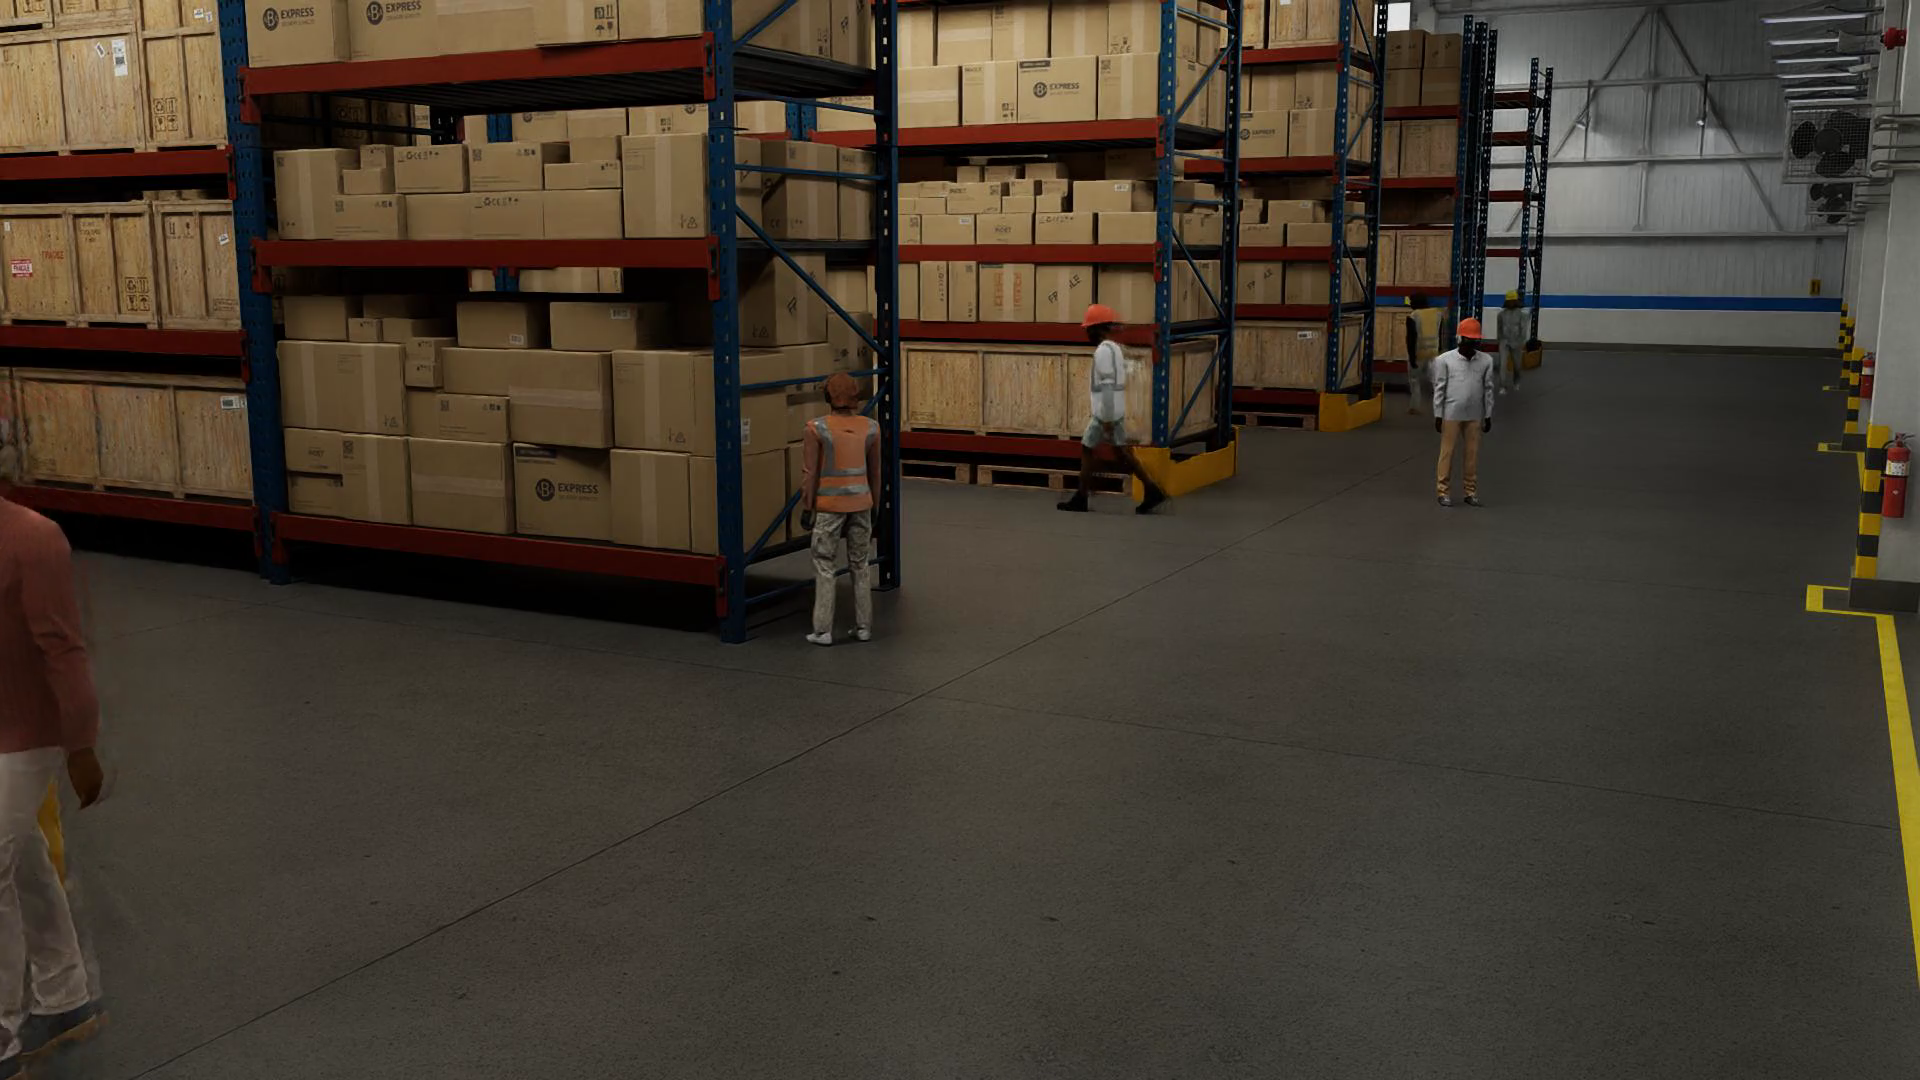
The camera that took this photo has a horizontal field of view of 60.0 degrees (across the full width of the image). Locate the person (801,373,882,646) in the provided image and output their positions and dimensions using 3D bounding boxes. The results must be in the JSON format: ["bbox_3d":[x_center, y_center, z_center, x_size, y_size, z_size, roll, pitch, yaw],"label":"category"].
[{"bbox_3d":[-0.696,-0.180,9.911,0.525,1.632,0.312,-6,11,-30],"label":"person"}]

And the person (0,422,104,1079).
[{"bbox_3d":[-2.776,0.571,4.567,0.665,1.967,0.784,5,11,26],"label":"person"}]

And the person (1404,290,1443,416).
[{"bbox_3d":[6.608,-2.636,23.614,0.665,1.811,0.814,-3,10,-18],"label":"person"}]

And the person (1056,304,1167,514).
[{"bbox_3d":[1.385,-1.161,14.859,0.963,1.894,0.545,4,10,20],"label":"person"}]

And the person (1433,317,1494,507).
[{"bbox_3d":[4.630,-1.168,15.287,0.564,1.745,0.349,-1,10,-4],"label":"person"}]

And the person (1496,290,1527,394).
[{"bbox_3d":[9.157,-3.293,27.639,0.489,1.721,0.719,4,11,22],"label":"person"}]
